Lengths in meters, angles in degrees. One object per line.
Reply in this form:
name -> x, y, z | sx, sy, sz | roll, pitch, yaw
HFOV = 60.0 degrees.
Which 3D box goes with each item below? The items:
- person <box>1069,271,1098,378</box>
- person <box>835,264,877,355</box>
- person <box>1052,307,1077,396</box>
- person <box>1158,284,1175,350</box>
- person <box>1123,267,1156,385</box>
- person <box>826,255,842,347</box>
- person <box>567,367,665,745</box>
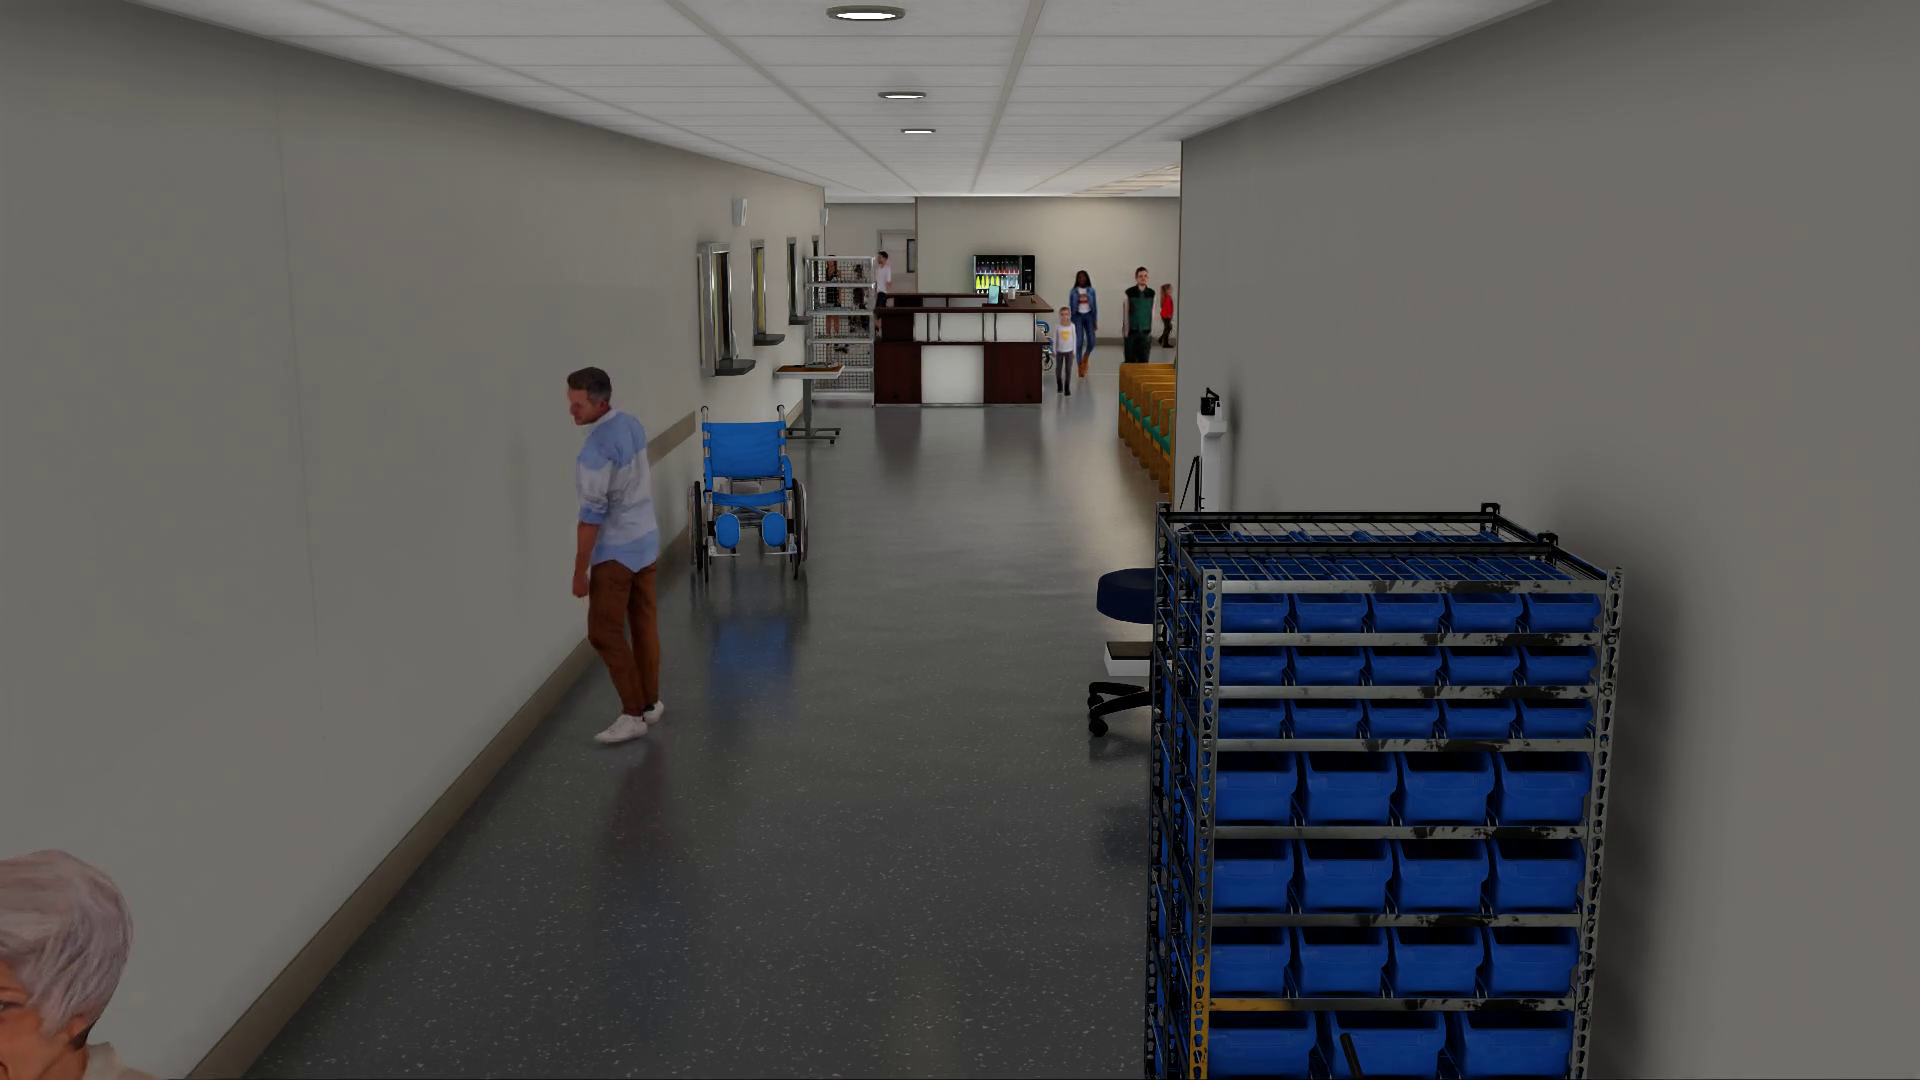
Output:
person -> 1.997, -3.494, 26.915 | 0.916, 1.697, 0.668 | 0, 11, 0
person -> -1.803, -4.260, 31.030 | 1.246, 1.667, 0.938 | 4, 12, 22
person -> 1.511, -2.727, 24.044 | 0.782, 1.259, 0.547 | 0, 11, 1
person -> 4.060, -4.448, 33.072 | 0.563, 1.275, 0.536 | -2, 11, -9
person -> 2.551, -3.018, 24.099 | 1.108, 1.811, 0.779 | -1, 11, -6
person -> -2.599, -4.857, 33.724 | 0.560, 1.835, 0.699 | 3, 11, 17
person -> -1.591, 0.041, 8.044 | 0.703, 1.786, 0.886 | 6, 12, 28
